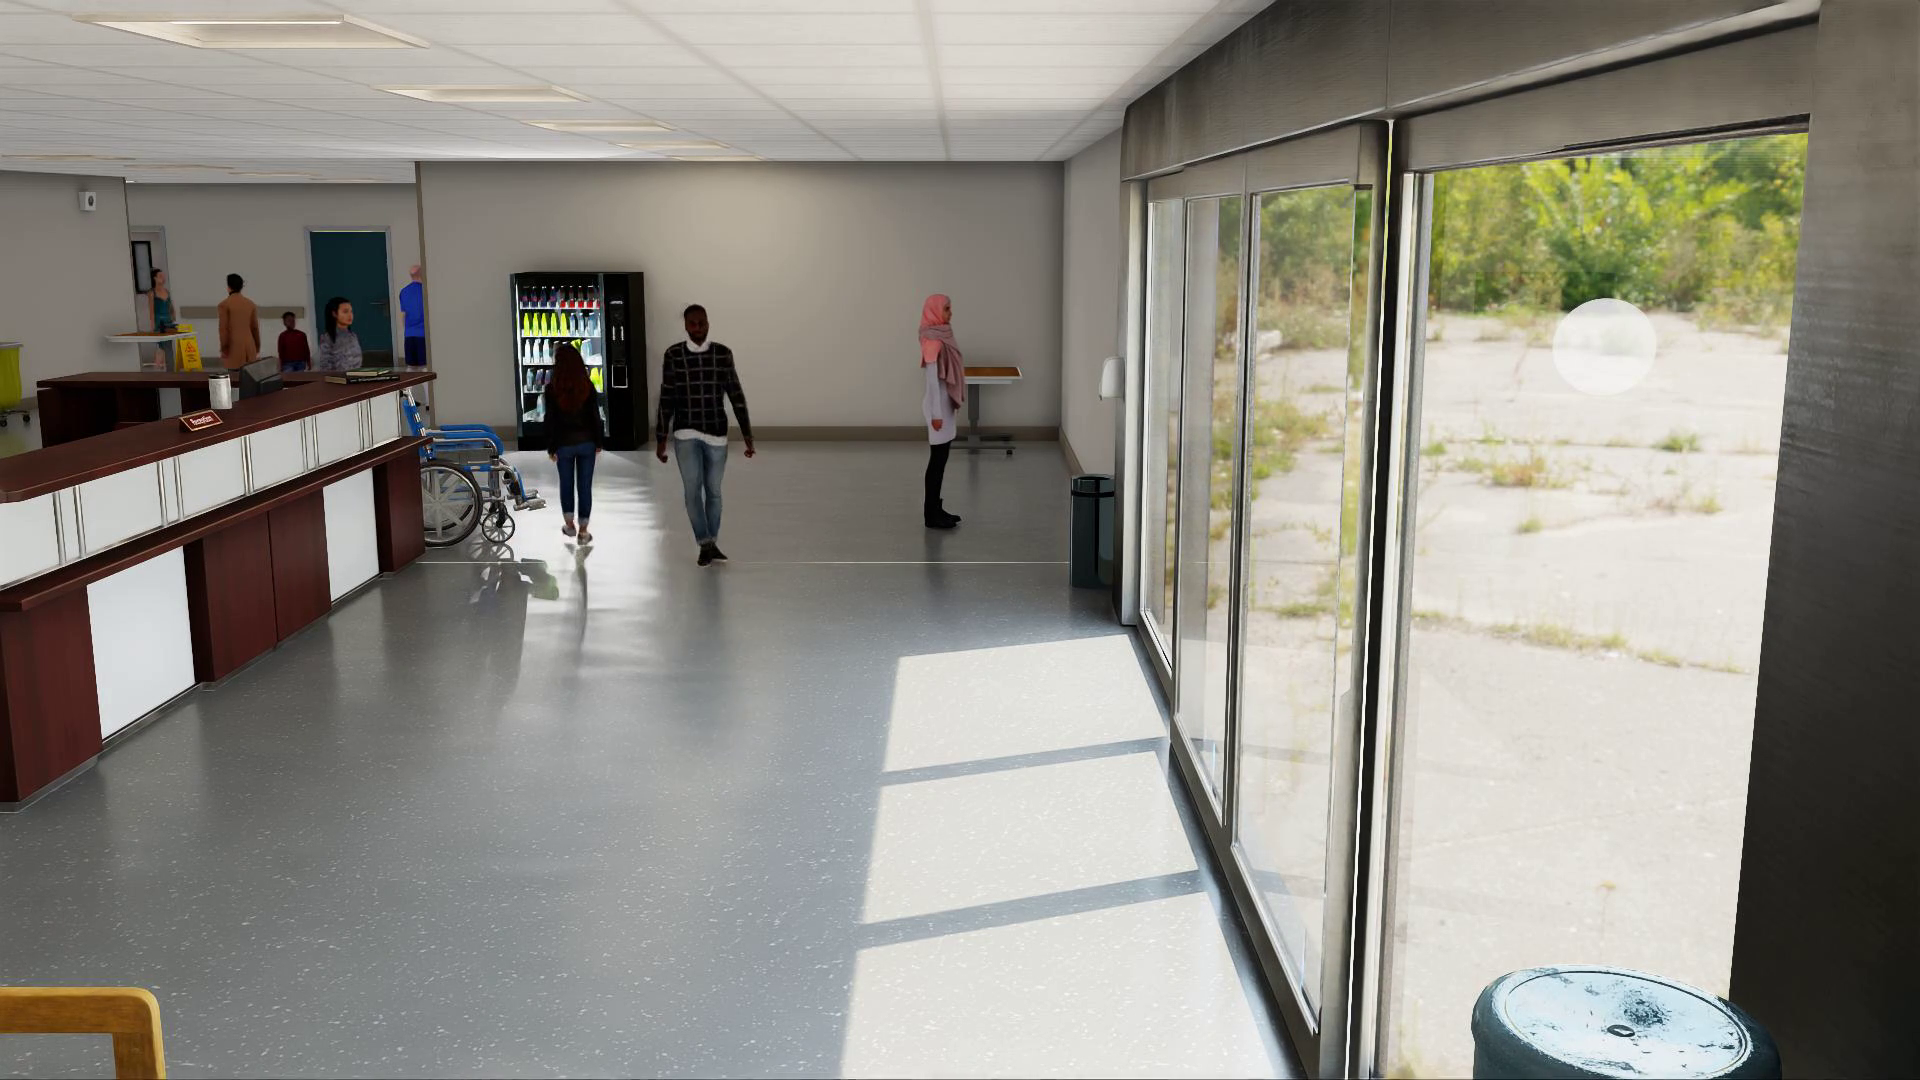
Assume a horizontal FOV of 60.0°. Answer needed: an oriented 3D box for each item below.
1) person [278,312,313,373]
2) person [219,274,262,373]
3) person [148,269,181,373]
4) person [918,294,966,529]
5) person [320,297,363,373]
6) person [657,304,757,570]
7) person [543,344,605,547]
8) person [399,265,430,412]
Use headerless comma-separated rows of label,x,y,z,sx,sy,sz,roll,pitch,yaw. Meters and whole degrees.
person,-8.392,-2.232,20.955,0.873,1.224,0.872,-8,13,-36
person,-8.754,-2.378,20.328,1.084,1.701,0.987,8,13,36
person,-11.788,-3.128,24.450,0.709,1.680,0.664,4,11,19
person,-0.158,-1.006,12.936,0.640,1.804,0.672,2,11,9
person,-5.320,-1.175,14.152,1.231,1.684,0.966,5,12,25
person,-1.799,-0.713,11.429,0.898,1.790,0.999,-5,12,-23
person,-2.813,-0.683,12.159,0.765,1.459,0.752,-2,11,-13
person,-6.862,-2.574,21.105,0.627,1.839,0.796,4,11,19
